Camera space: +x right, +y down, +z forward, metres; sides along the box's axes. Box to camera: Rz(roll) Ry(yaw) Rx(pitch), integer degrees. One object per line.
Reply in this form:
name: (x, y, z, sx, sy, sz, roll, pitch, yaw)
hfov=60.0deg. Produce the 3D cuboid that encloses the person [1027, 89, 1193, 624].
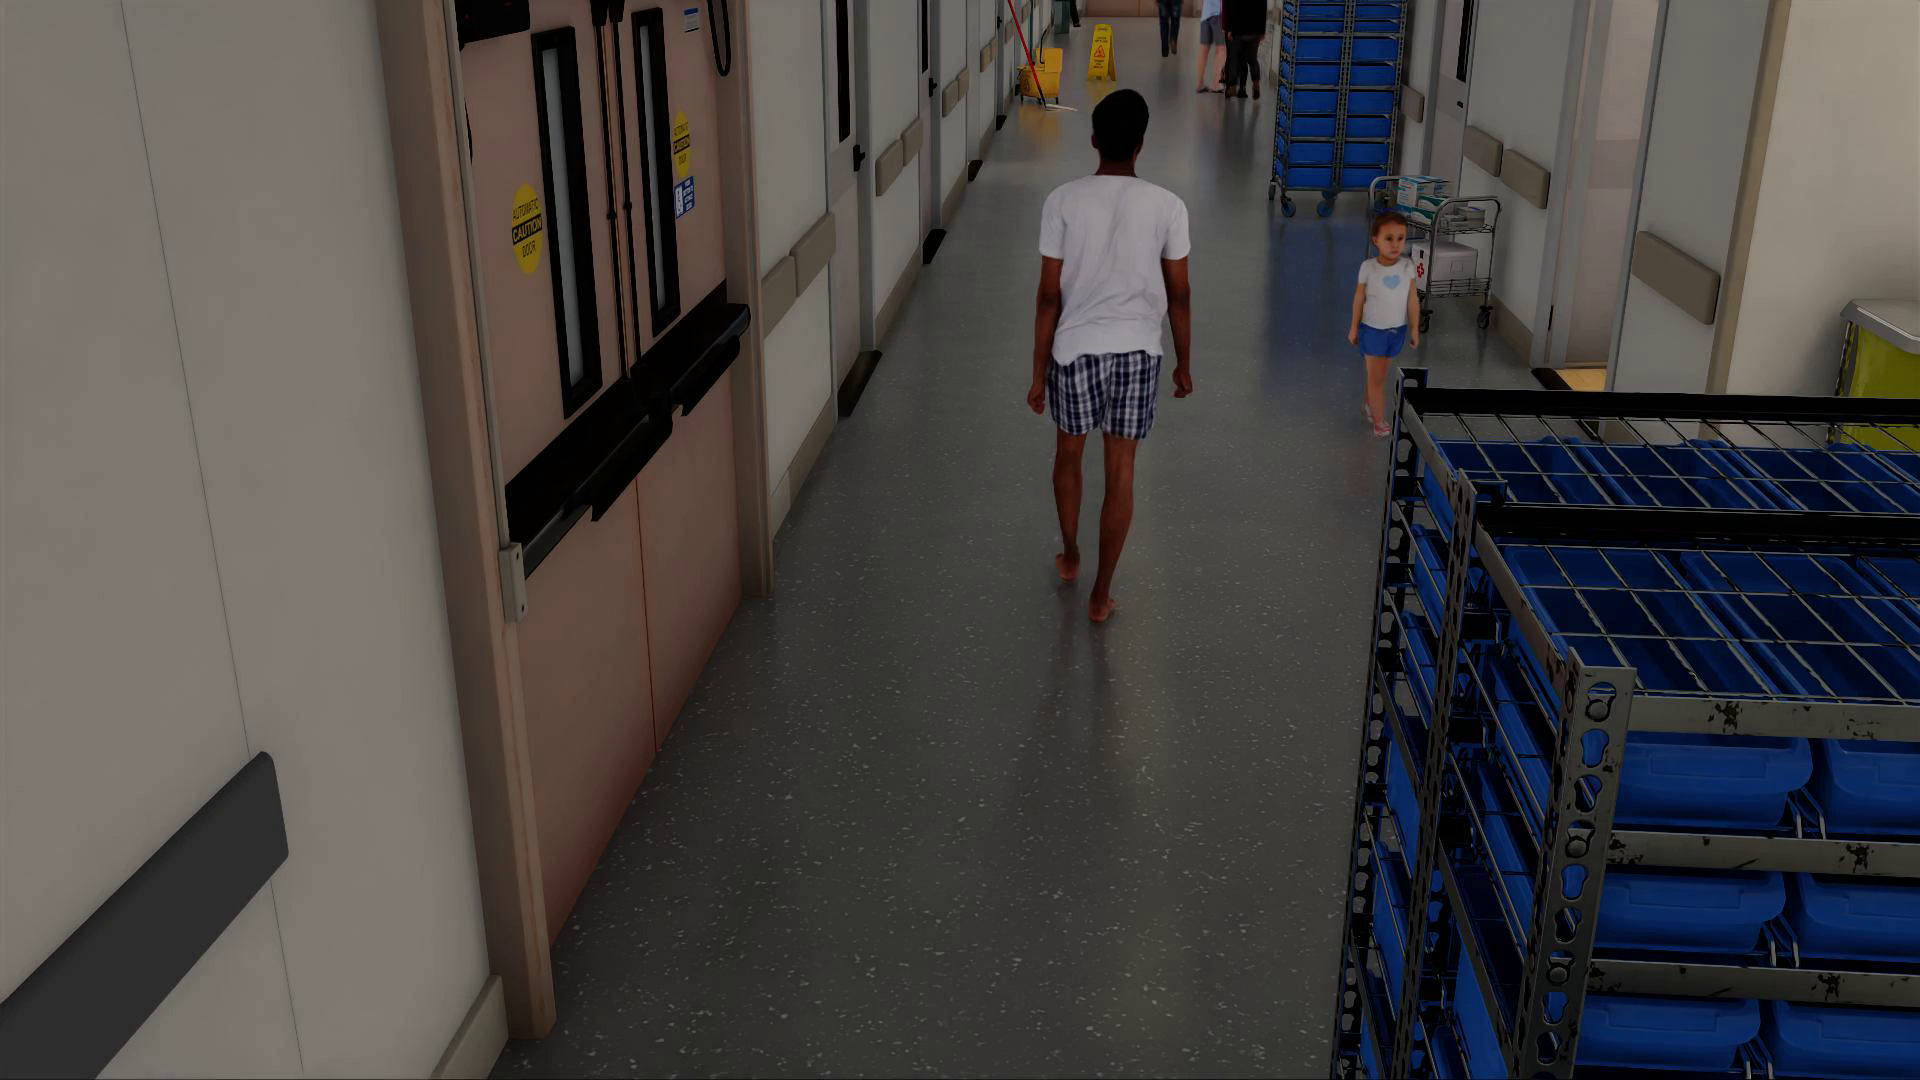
person: (0.462, -0.542, 5.356, 0.702, 1.710, 0.792, 3, 21, 7)

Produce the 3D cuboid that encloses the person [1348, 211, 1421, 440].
person: (1.901, -0.973, 7.505, 0.509, 0.993, 0.762, -2, 21, -5)

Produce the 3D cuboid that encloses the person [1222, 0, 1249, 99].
person: (3.520, -6.451, 21.030, 0.631, 1.658, 0.583, 7, 22, 17)

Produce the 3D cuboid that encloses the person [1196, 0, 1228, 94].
person: (3.295, -6.739, 21.564, 0.749, 1.819, 0.803, 18, 27, 39)

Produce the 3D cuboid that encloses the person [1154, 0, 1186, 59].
person: (3.363, -8.658, 26.601, 0.665, 1.840, 0.844, 1, 21, 4)

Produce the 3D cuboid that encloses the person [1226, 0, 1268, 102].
person: (3.575, -6.333, 20.658, 0.802, 1.701, 1.115, -2, 21, -5)
